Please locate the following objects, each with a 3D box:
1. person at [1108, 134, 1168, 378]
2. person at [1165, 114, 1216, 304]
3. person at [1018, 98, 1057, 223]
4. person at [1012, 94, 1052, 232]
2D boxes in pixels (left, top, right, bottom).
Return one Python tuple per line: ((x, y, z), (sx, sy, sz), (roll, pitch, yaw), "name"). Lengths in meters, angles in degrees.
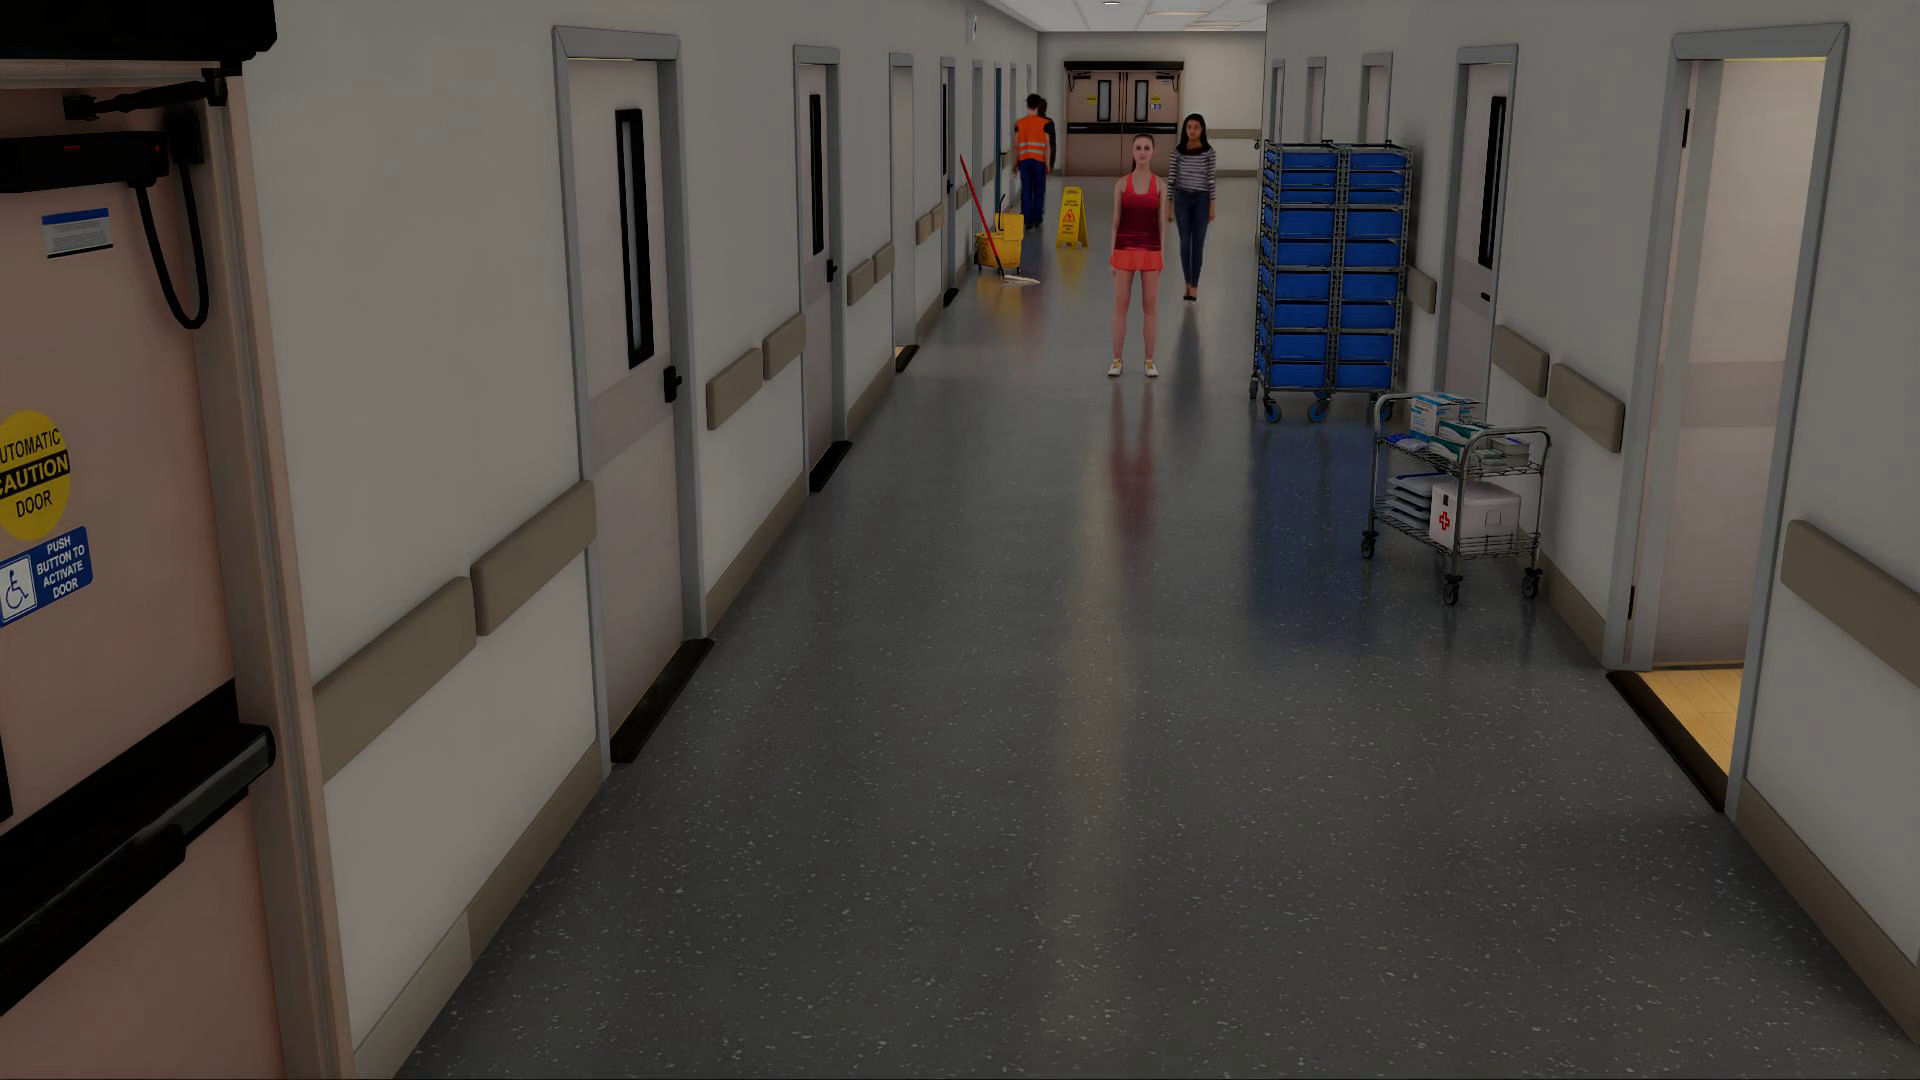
((1.310, -2.093, 12.219), (0.553, 1.757, 0.554), (1, 16, 4), "person")
((2.229, -3.163, 15.972), (0.680, 1.764, 0.978), (3, 16, 11), "person")
((1.105, -5.579, 24.513), (0.746, 1.795, 0.822), (2, 16, 8), "person")
((0.992, -5.175, 23.002), (0.717, 1.838, 1.188), (2, 16, 7), "person")
